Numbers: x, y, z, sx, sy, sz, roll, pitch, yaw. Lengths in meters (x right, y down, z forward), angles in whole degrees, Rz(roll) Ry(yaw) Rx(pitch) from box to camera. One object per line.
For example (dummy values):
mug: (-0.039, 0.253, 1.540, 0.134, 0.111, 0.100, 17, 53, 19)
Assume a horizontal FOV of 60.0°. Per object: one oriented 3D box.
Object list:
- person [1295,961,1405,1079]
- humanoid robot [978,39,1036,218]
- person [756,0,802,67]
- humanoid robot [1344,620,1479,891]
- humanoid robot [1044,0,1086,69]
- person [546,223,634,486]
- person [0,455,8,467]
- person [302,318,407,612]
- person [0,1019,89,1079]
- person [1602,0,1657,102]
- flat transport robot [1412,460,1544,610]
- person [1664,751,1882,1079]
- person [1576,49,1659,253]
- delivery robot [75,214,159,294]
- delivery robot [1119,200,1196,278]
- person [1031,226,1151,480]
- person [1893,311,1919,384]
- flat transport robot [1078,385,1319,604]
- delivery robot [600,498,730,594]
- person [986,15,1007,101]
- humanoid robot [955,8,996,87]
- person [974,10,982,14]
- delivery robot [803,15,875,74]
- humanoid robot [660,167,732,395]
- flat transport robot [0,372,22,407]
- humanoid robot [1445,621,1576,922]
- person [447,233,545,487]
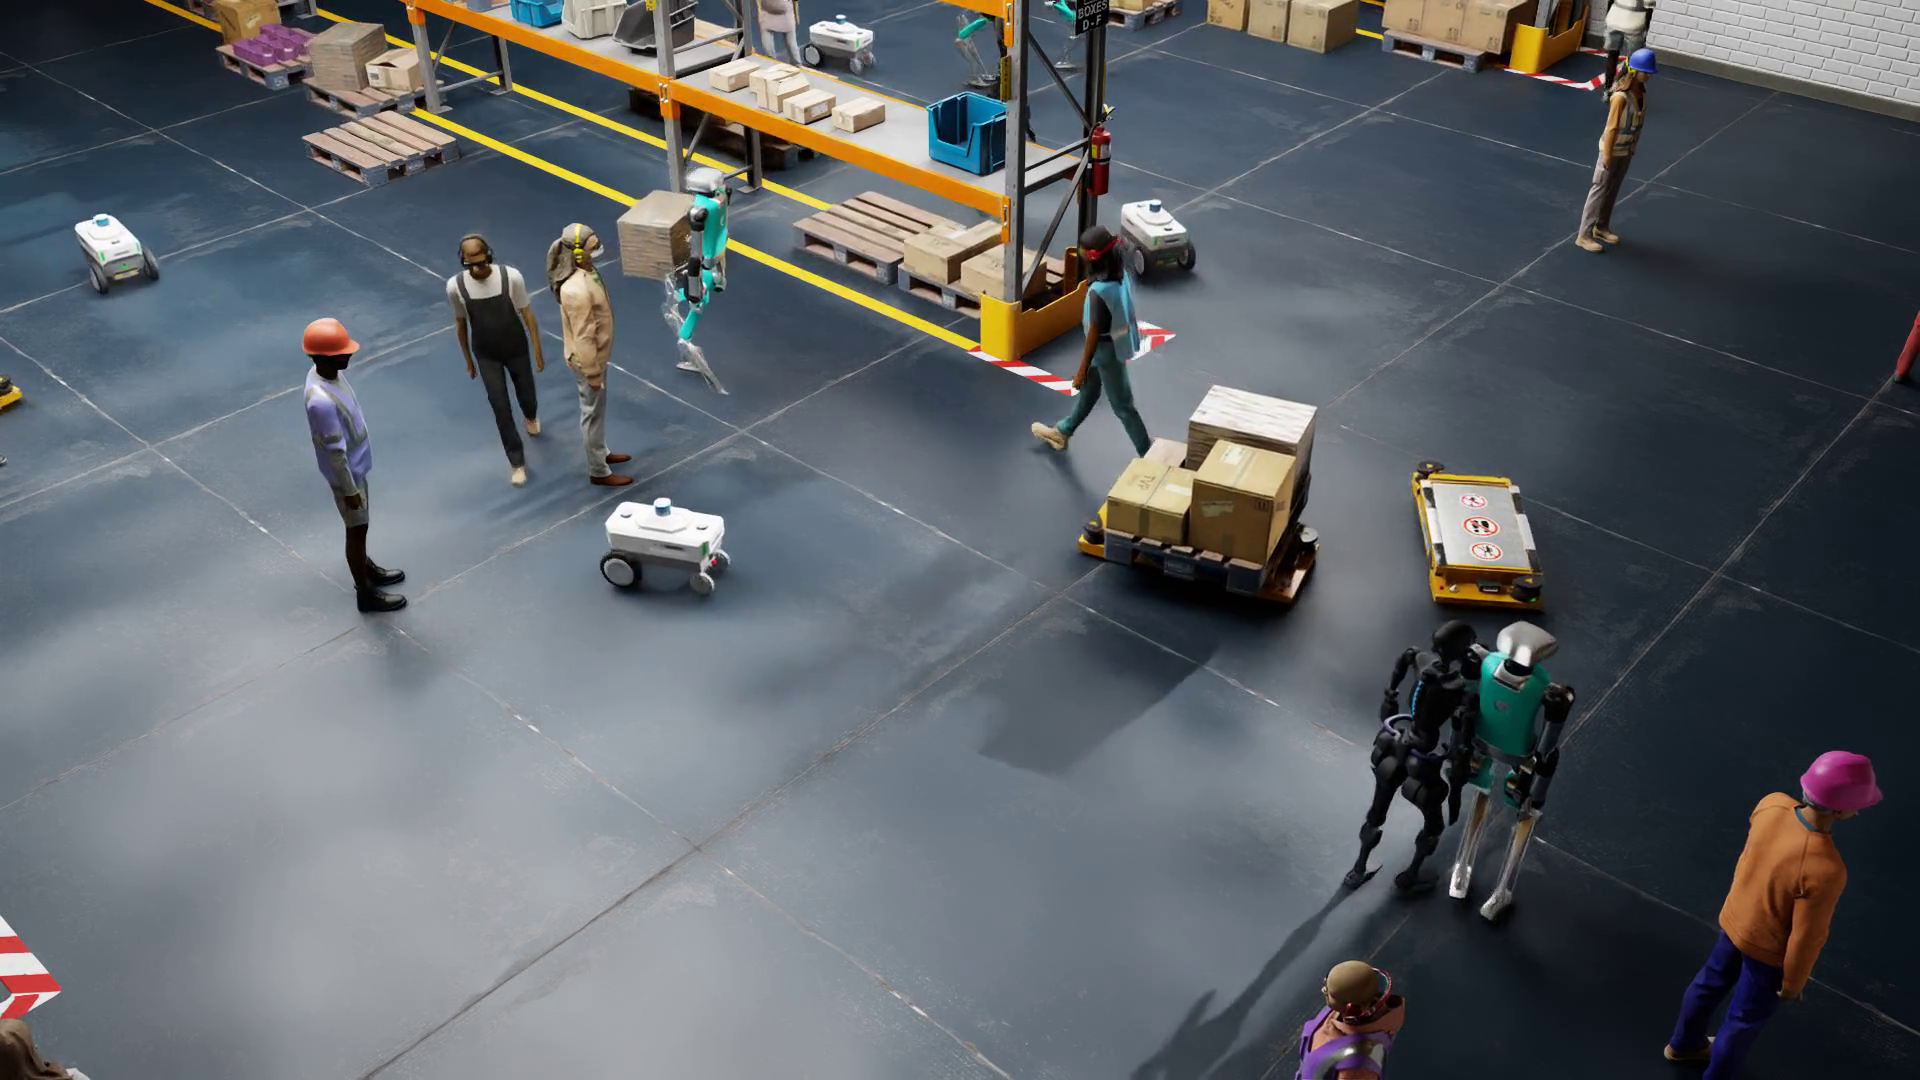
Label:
person: (1.431, 2.220, 6.347, 0.343, 1.687, 0.474, 5, 35, 7)
humanoid robot: (0.398, -3.707, 14.968, 0.440, 1.650, 0.595, 20, 39, 26)
person: (-1.922, -5.580, 17.685, 0.458, 1.629, 0.458, 5, 35, 8)
humanoid robot: (2.187, 1.056, 8.037, 0.397, 1.643, 0.599, -19, 39, -25)
humanoid robot: (1.197, -5.985, 18.188, 0.720, 1.801, 0.541, 9, 36, 13)
person: (-2.499, -1.251, 11.212, 0.395, 1.876, 0.552, -5, 35, -7)
person: (-6.956, -1.236, 11.224, 0.403, 1.833, 0.586, 15, 37, 21)
person: (-3.650, -0.454, 10.003, 0.375, 1.932, 0.550, -9, 36, -13)
person: (-3.289, 2.372, 6.143, 0.484, 1.662, 0.343, -15, 37, -20)
person: (6.948, -5.370, 17.338, 0.538, 1.683, 0.400, 28, 43, 34)
flat transport robot: (3.368, -0.045, 10.876, 0.659, 0.231, 1.431, 4, 35, 6)
person: (3.379, 1.643, 6.935, 0.396, 1.980, 0.516, -6, 35, -8)
person: (5.698, -3.367, 14.366, 0.474, 1.773, 0.334, -28, 43, -34)
delivery robot: (-7.209, -2.467, 14.131, 0.499, 0.592, 0.783, -26, 42, -32)
delivery robot: (1.678, -2.641, 14.376, 0.499, 0.585, 0.765, -12, 36, -17)
person: (0.969, -1.261, 11.275, 0.995, 1.813, 0.637, 11, 36, 15)
person: (7.390, -1.923, 12.289, 0.520, 1.758, 0.347, 28, 43, 34)
flat transport robot: (1.553, 0.004, 10.804, 1.431, 0.231, 0.659, 15, 37, 20)
delivery robot: (-1.882, 0.007, 10.553, 0.784, 0.599, 0.499, 9, 36, 13)
person: (0.470, -5.514, 17.342, 0.384, 1.930, 0.547, -15, 37, -20)
humanoid robot: (0.207, -5.748, 17.809, 0.710, 1.748, 0.532, 7, 35, 10)
person: (0.414, -7.113, 19.805, 0.546, 1.753, 0.403, 20, 39, 27)
delivery robot: (-1.352, -5.568, 18.632, 0.782, 0.603, 0.499, 20, 39, 26)
humanoid robot: (-2.008, -1.915, 12.315, 0.908, 1.777, 0.541, 11, 36, 15)
flat transport robot: (-7.819, -1.194, 12.540, 1.431, 0.231, 0.659, 20, 39, 26)
humanoid robot: (2.648, 1.035, 7.958, 0.540, 1.726, 0.694, 28, 44, 35)
person: (-3.130, -1.306, 11.346, 0.560, 1.817, 0.725, -8, 35, -12)
